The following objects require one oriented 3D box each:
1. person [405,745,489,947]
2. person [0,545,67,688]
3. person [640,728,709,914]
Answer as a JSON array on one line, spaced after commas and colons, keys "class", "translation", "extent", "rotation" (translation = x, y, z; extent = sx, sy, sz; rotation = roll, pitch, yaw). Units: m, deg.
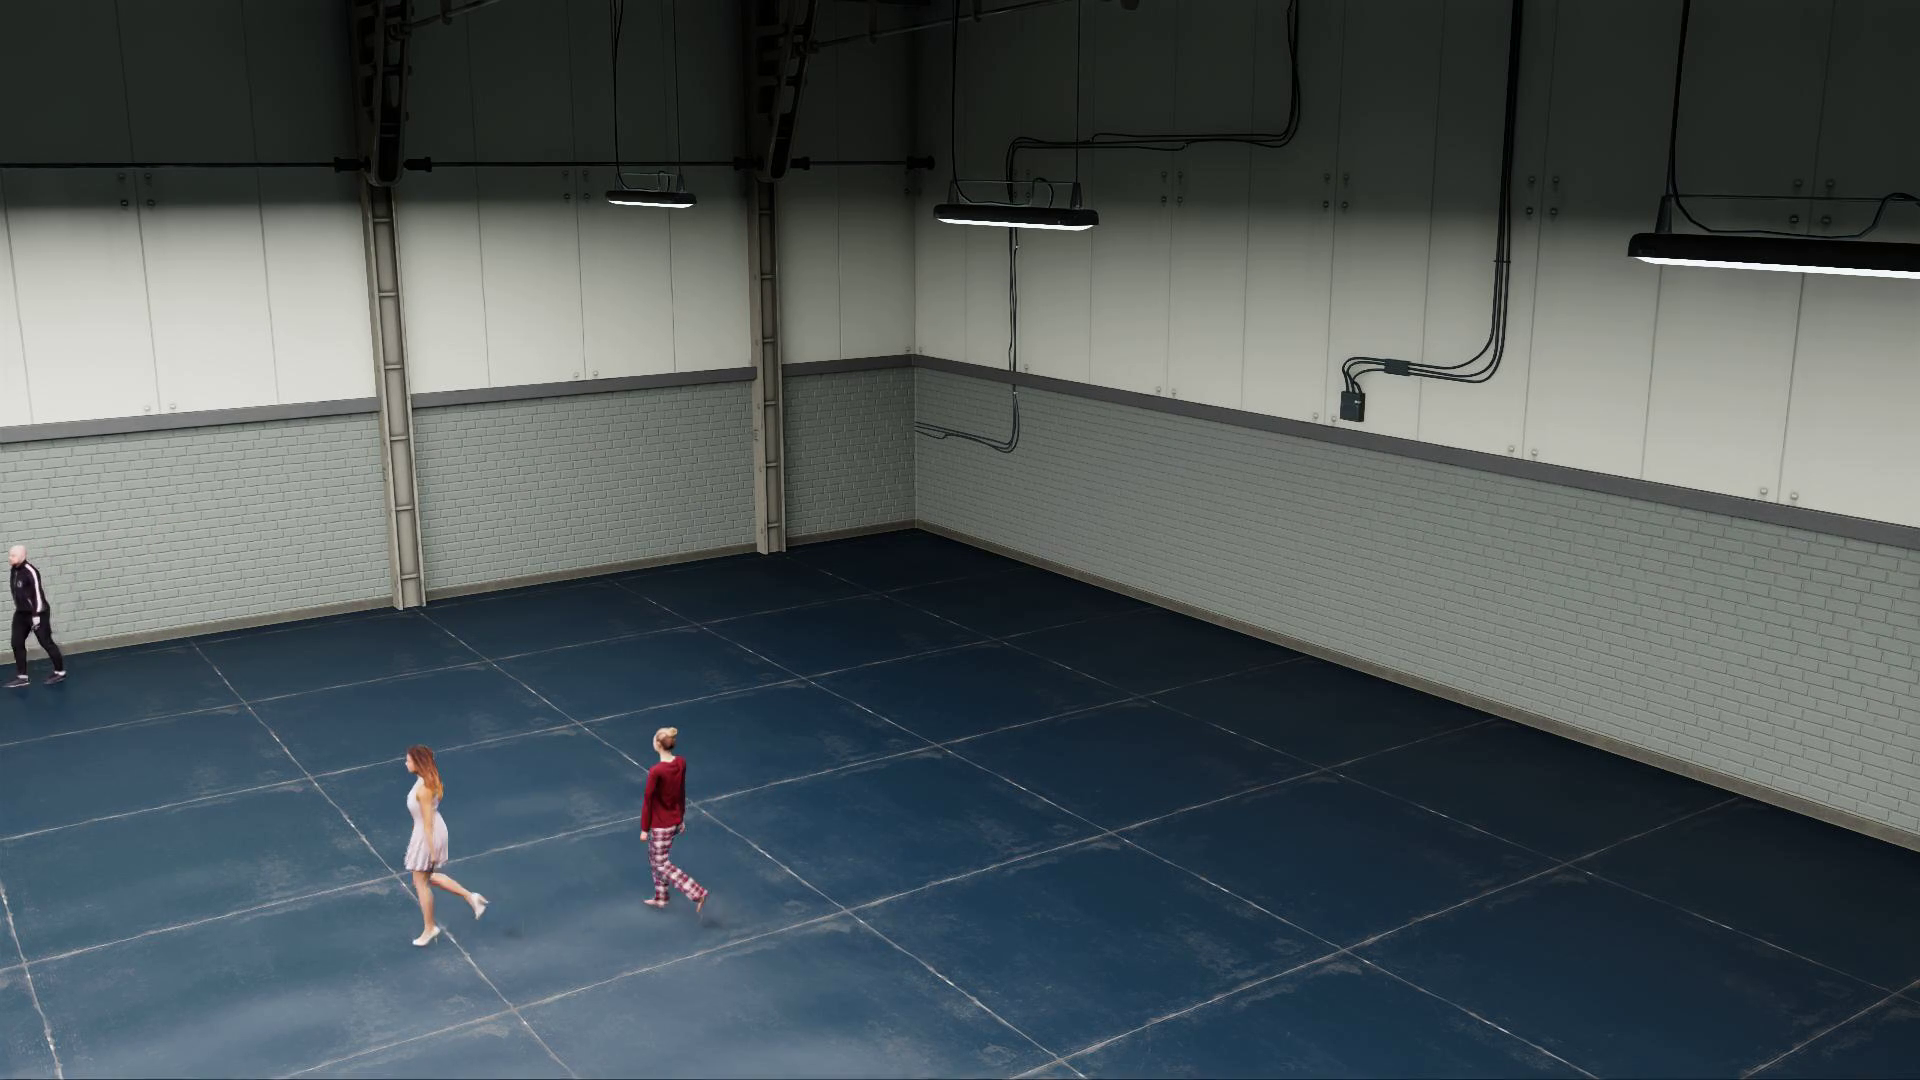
[{"class": "person", "translation": [-4.288, 2.516, 13.726], "extent": [0.953, 1.753, 0.768], "rotation": [-3, 13, -12]}, {"class": "person", "translation": [-11.359, 0.921, 20.525], "extent": [0.911, 1.792, 1.038], "rotation": [8, 15, 30]}, {"class": "person", "translation": [-2.470, 2.440, 14.239], "extent": [0.949, 1.669, 0.975], "rotation": [6, 15, 26]}]
